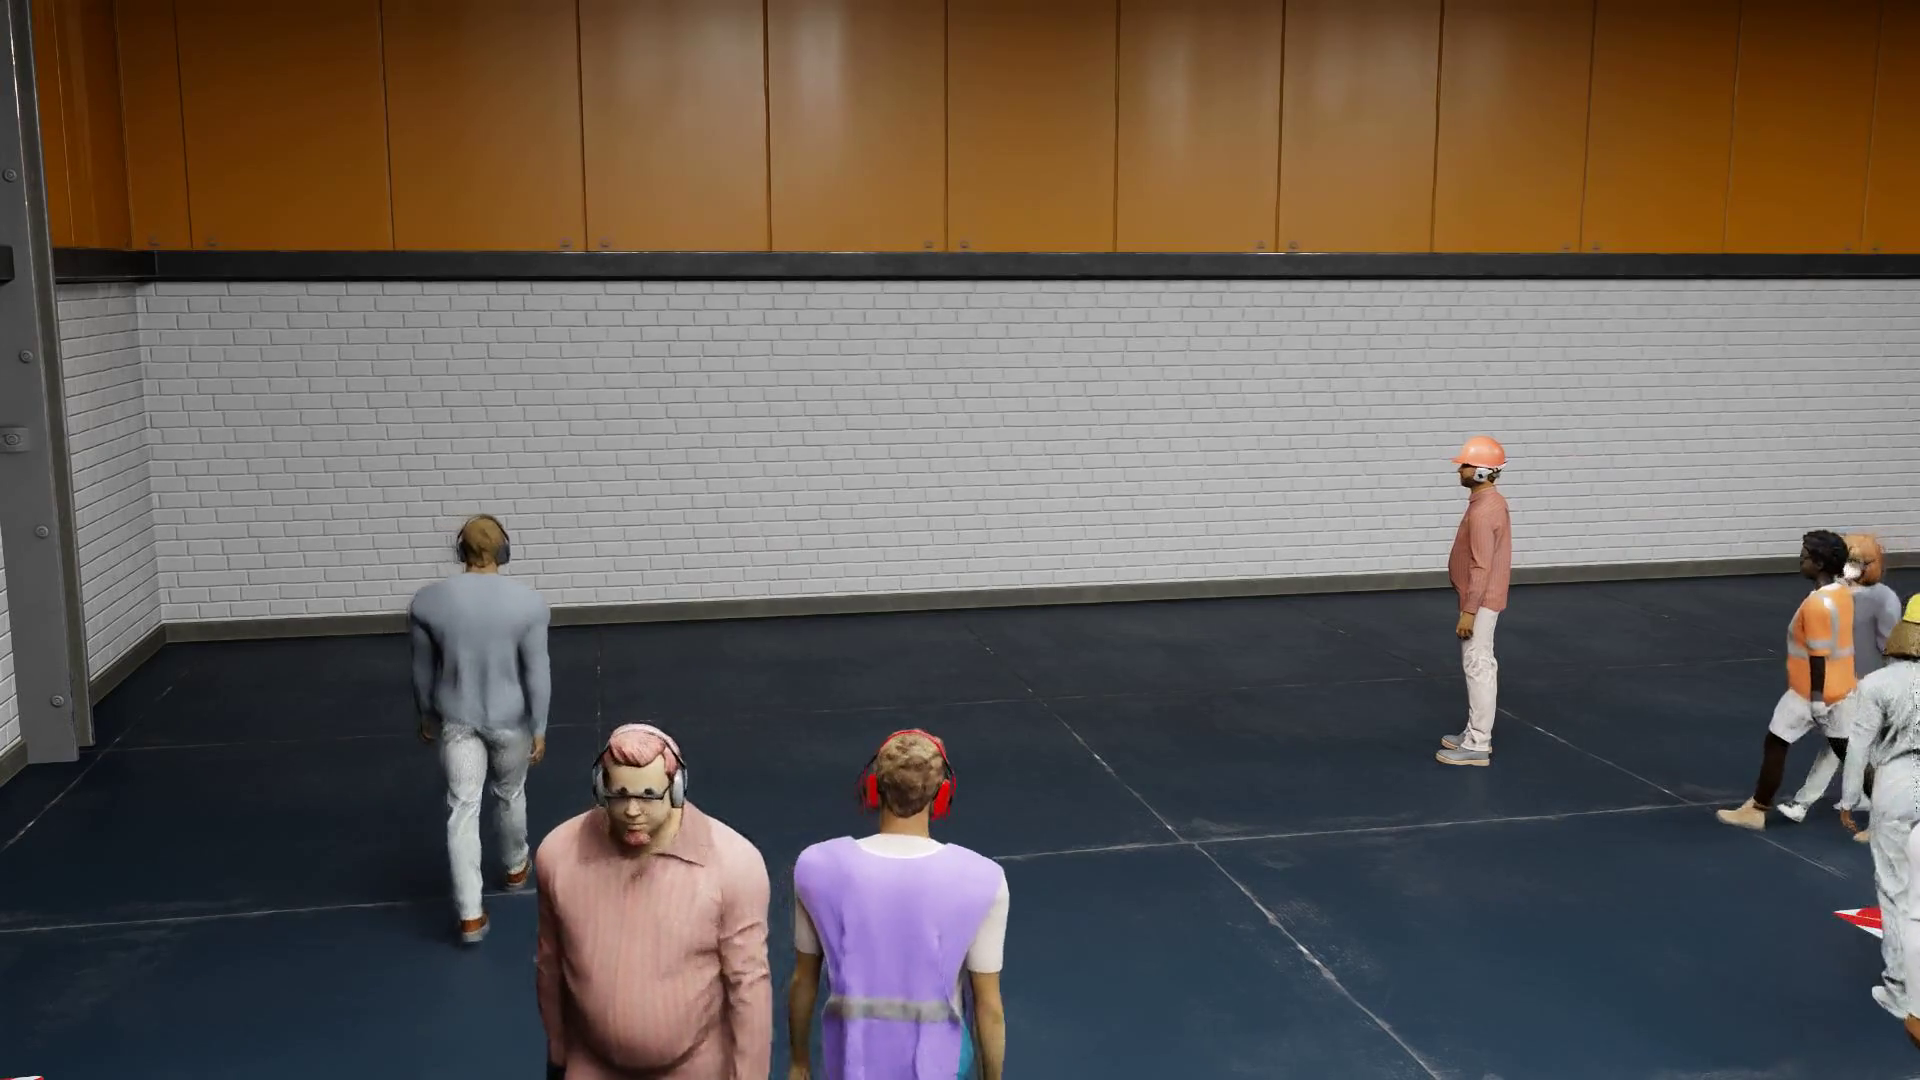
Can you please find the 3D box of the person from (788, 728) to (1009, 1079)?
[{"bbox_3d":[-0.175,1.406,4.321,0.595,1.809,0.852,1,9,4],"label":"person"}]

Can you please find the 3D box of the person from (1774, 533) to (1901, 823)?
[{"bbox_3d":[4.749,0.747,8.968,0.822,1.590,0.565,-2,10,-13],"label":"person"}]

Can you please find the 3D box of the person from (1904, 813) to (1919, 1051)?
[{"bbox_3d":[3.053,1.298,4.981,0.597,1.814,0.728,-2,10,-14],"label":"person"}]

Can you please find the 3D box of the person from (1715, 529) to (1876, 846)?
[{"bbox_3d":[4.527,0.765,8.685,0.532,1.656,0.871,-9,13,-43],"label":"person"}]

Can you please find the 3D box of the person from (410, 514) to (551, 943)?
[{"bbox_3d":[-2.189,0.821,7.647,0.644,1.888,1.021,-1,9,-9],"label":"person"}]

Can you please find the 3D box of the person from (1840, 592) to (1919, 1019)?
[{"bbox_3d":[3.831,1.052,6.721,0.508,1.713,0.489,1,9,8],"label":"person"}]

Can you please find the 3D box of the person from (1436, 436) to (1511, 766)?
[{"bbox_3d":[3.132,0.365,10.083,0.375,1.997,0.612,4,10,23],"label":"person"}]

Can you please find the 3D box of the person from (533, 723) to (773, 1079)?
[{"bbox_3d":[-0.817,1.387,4.311,0.667,1.844,0.997,1,9,4],"label":"person"}]
